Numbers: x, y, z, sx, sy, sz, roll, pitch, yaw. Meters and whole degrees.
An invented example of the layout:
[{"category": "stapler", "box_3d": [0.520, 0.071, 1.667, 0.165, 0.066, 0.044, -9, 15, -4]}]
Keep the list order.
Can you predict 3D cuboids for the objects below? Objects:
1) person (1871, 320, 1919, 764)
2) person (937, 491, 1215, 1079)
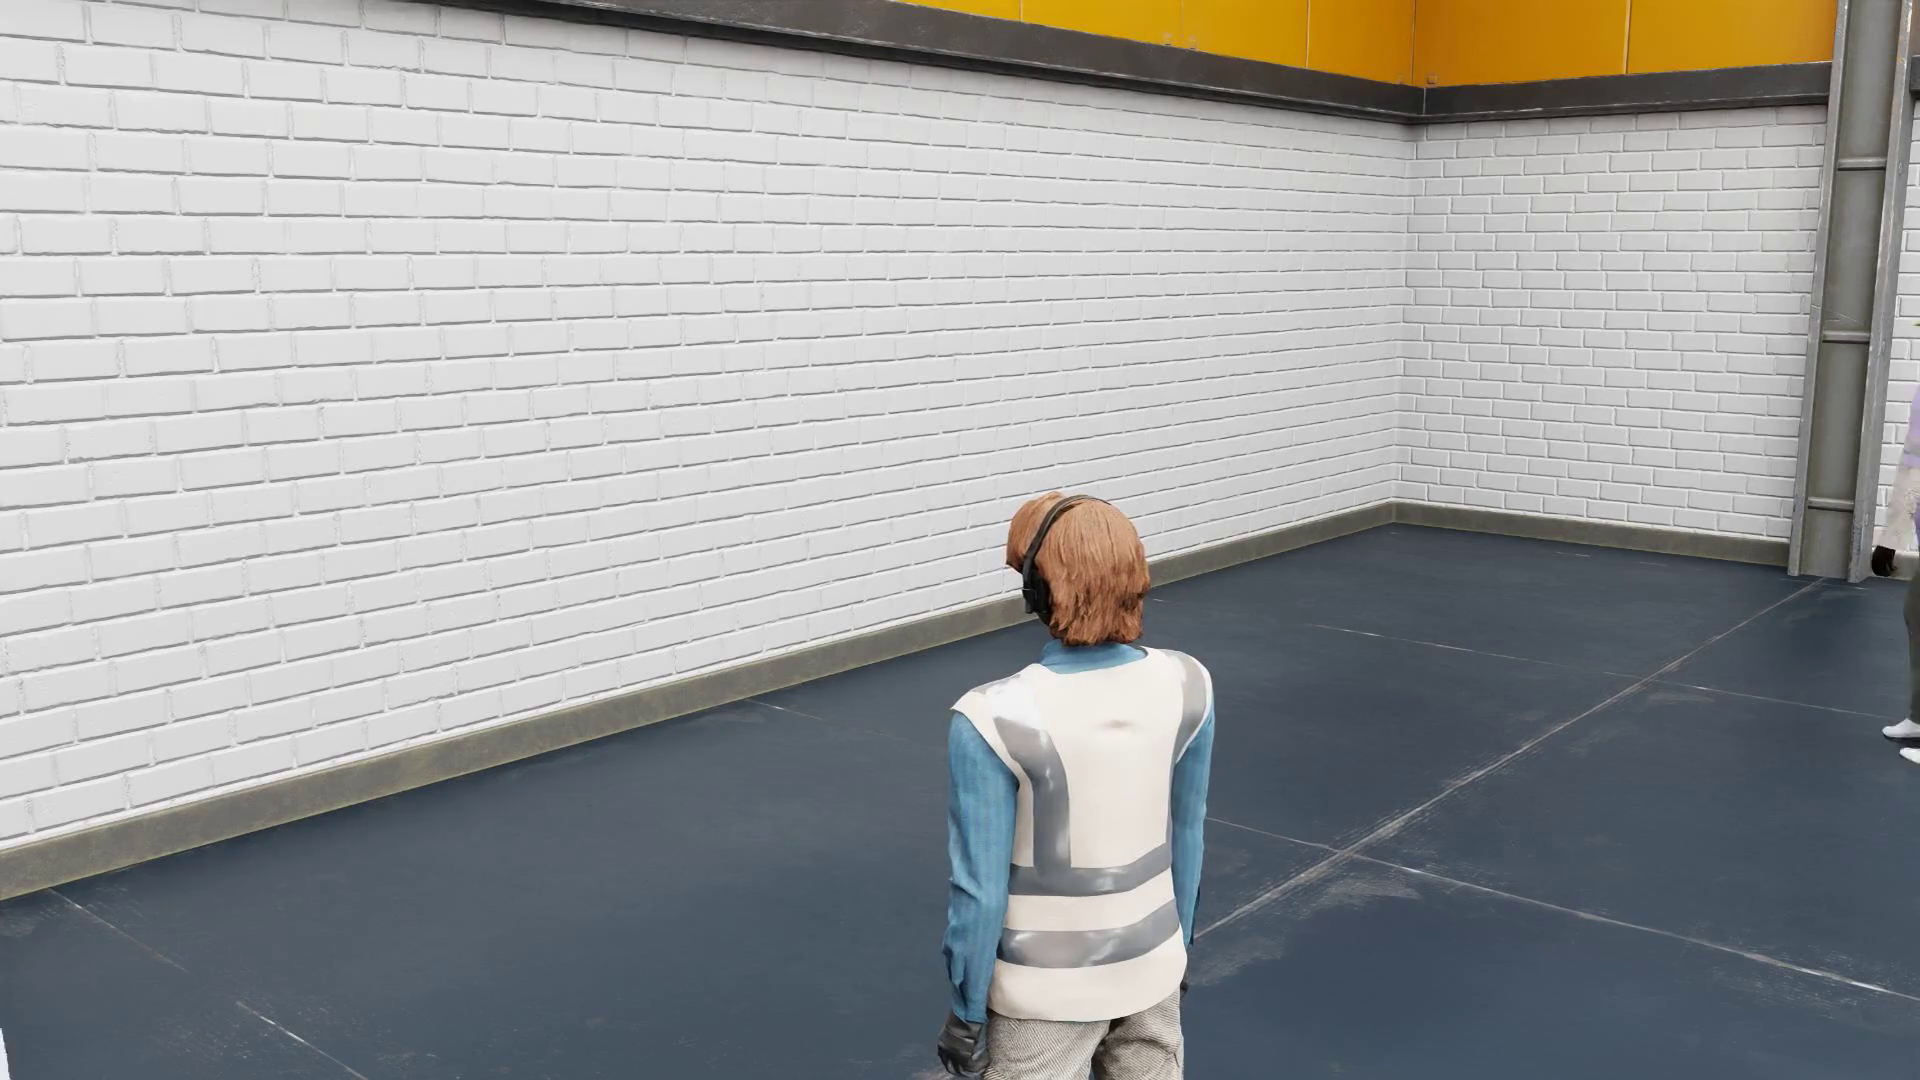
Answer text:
[{"category": "person", "box_3d": [3.813, -0.057, 6.508, 0.599, 1.903, 0.660, -6, 12, -30]}, {"category": "person", "box_3d": [0.196, 0.736, 2.733, 0.513, 1.641, 0.307, -7, 12, -33]}]
